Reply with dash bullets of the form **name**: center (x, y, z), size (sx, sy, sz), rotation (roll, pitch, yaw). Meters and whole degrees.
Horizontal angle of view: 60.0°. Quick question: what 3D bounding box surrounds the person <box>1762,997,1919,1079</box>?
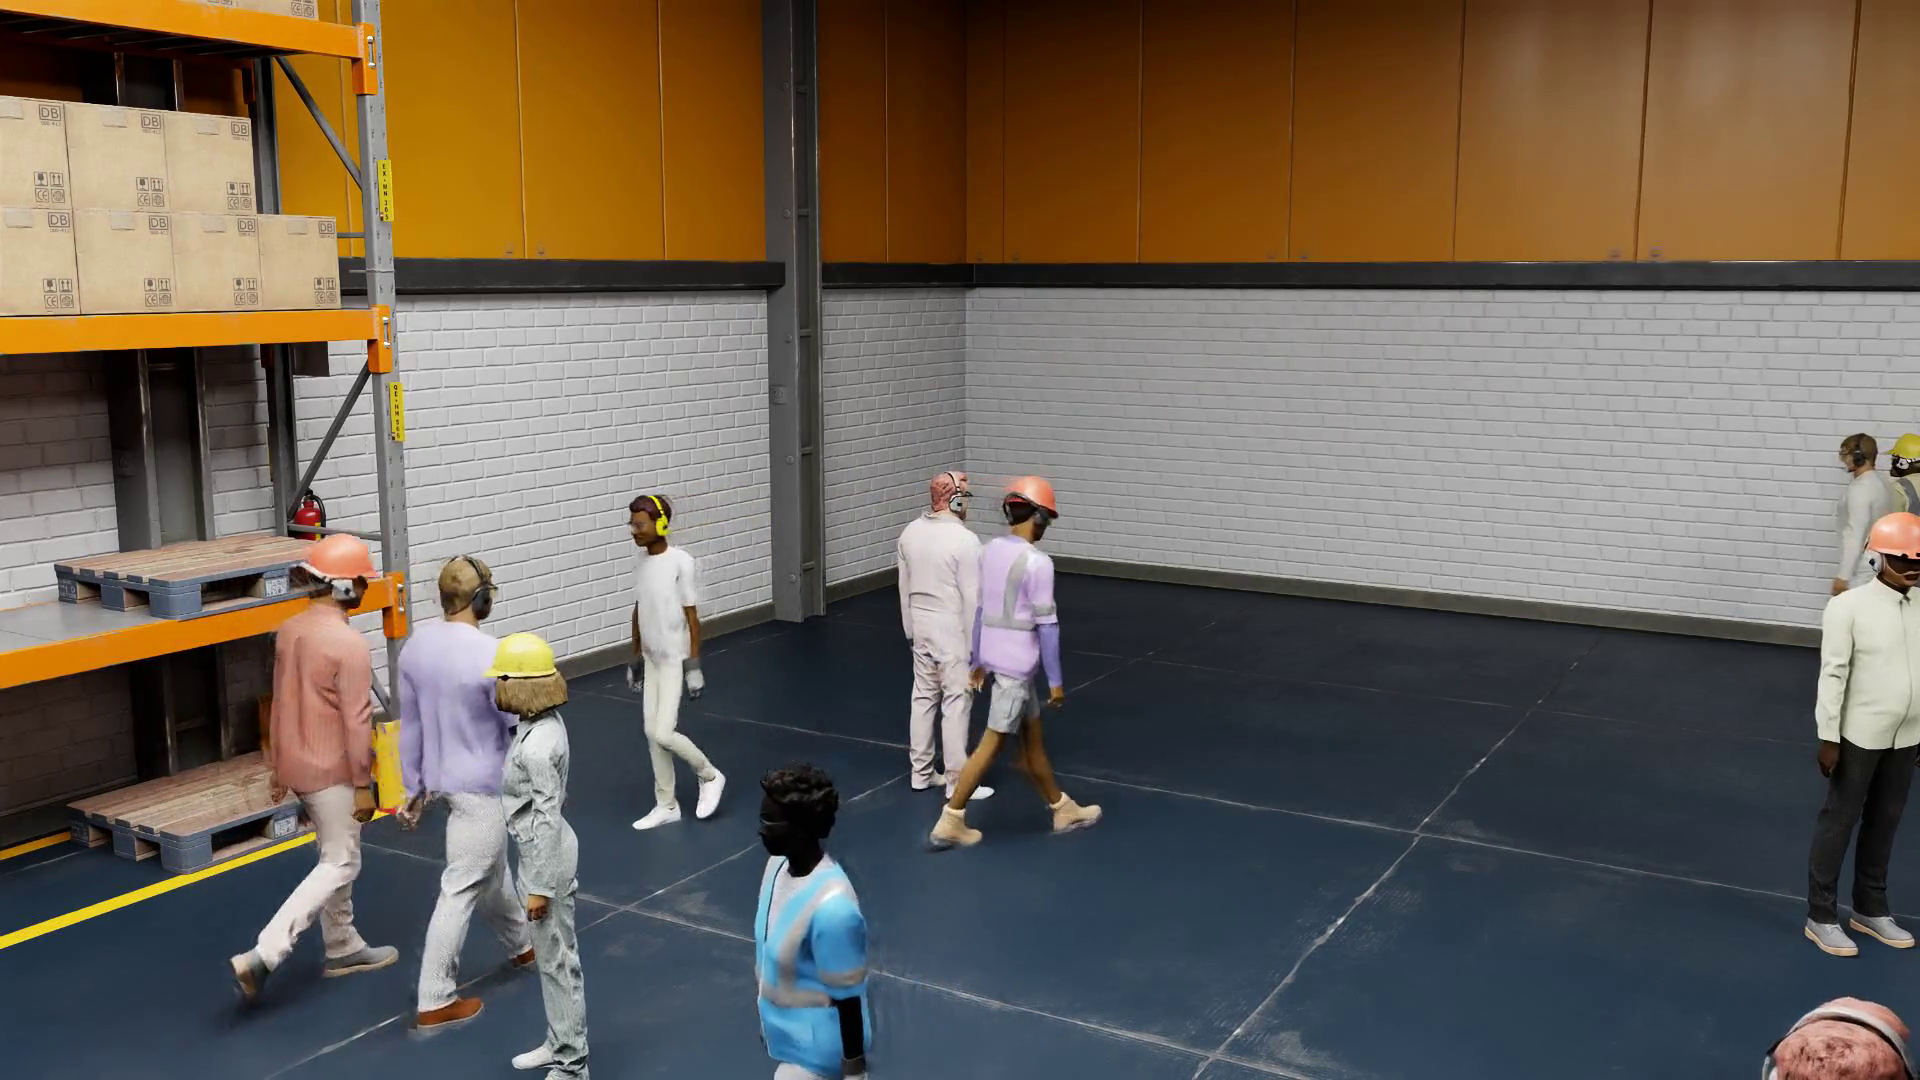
- **person**: center (1.358, 1.664, 2.698), size (0.649, 1.900, 0.395), rotation (7, 12, 38)

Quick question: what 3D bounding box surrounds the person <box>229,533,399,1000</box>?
- **person**: center (-2.724, 0.957, 6.908), size (0.621, 1.963, 0.747), rotation (9, 13, 44)

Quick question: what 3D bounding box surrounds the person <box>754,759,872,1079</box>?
- **person**: center (-0.365, 1.435, 4.854), size (0.828, 1.663, 0.538), rotation (-4, 10, -22)

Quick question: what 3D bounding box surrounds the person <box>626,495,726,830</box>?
- **person**: center (-1.581, 0.668, 9.050), size (0.534, 1.852, 0.439), rotation (8, 12, 42)

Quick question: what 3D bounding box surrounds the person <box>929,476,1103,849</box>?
- **person**: center (0.275, 0.652, 8.807), size (1.048, 1.968, 0.622), rotation (-4, 10, -24)

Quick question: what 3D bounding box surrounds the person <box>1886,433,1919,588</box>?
- **person**: center (7.105, 0.111, 12.562), size (0.591, 1.837, 0.403), rotation (-6, 11, -32)

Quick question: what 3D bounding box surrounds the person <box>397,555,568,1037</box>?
- **person**: center (-1.945, 1.000, 6.854), size (0.634, 1.892, 0.962), rotation (7, 12, 38)

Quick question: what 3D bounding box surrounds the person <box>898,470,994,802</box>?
- **person**: center (-0.064, 0.548, 9.617), size (0.400, 1.907, 0.645), rotation (-8, 12, -41)

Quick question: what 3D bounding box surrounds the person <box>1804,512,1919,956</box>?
- **person**: center (4.098, 0.858, 7.410), size (0.623, 1.992, 0.396), rotation (-3, 9, -16)

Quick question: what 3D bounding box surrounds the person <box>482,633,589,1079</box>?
- **person**: center (-1.551, 1.195, 6.091), size (0.321, 1.743, 0.488), rotation (-2, 9, -13)

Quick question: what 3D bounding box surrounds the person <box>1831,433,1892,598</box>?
- **person**: center (6.283, 0.215, 11.636), size (0.388, 1.926, 0.641), rotation (8, 12, 40)
